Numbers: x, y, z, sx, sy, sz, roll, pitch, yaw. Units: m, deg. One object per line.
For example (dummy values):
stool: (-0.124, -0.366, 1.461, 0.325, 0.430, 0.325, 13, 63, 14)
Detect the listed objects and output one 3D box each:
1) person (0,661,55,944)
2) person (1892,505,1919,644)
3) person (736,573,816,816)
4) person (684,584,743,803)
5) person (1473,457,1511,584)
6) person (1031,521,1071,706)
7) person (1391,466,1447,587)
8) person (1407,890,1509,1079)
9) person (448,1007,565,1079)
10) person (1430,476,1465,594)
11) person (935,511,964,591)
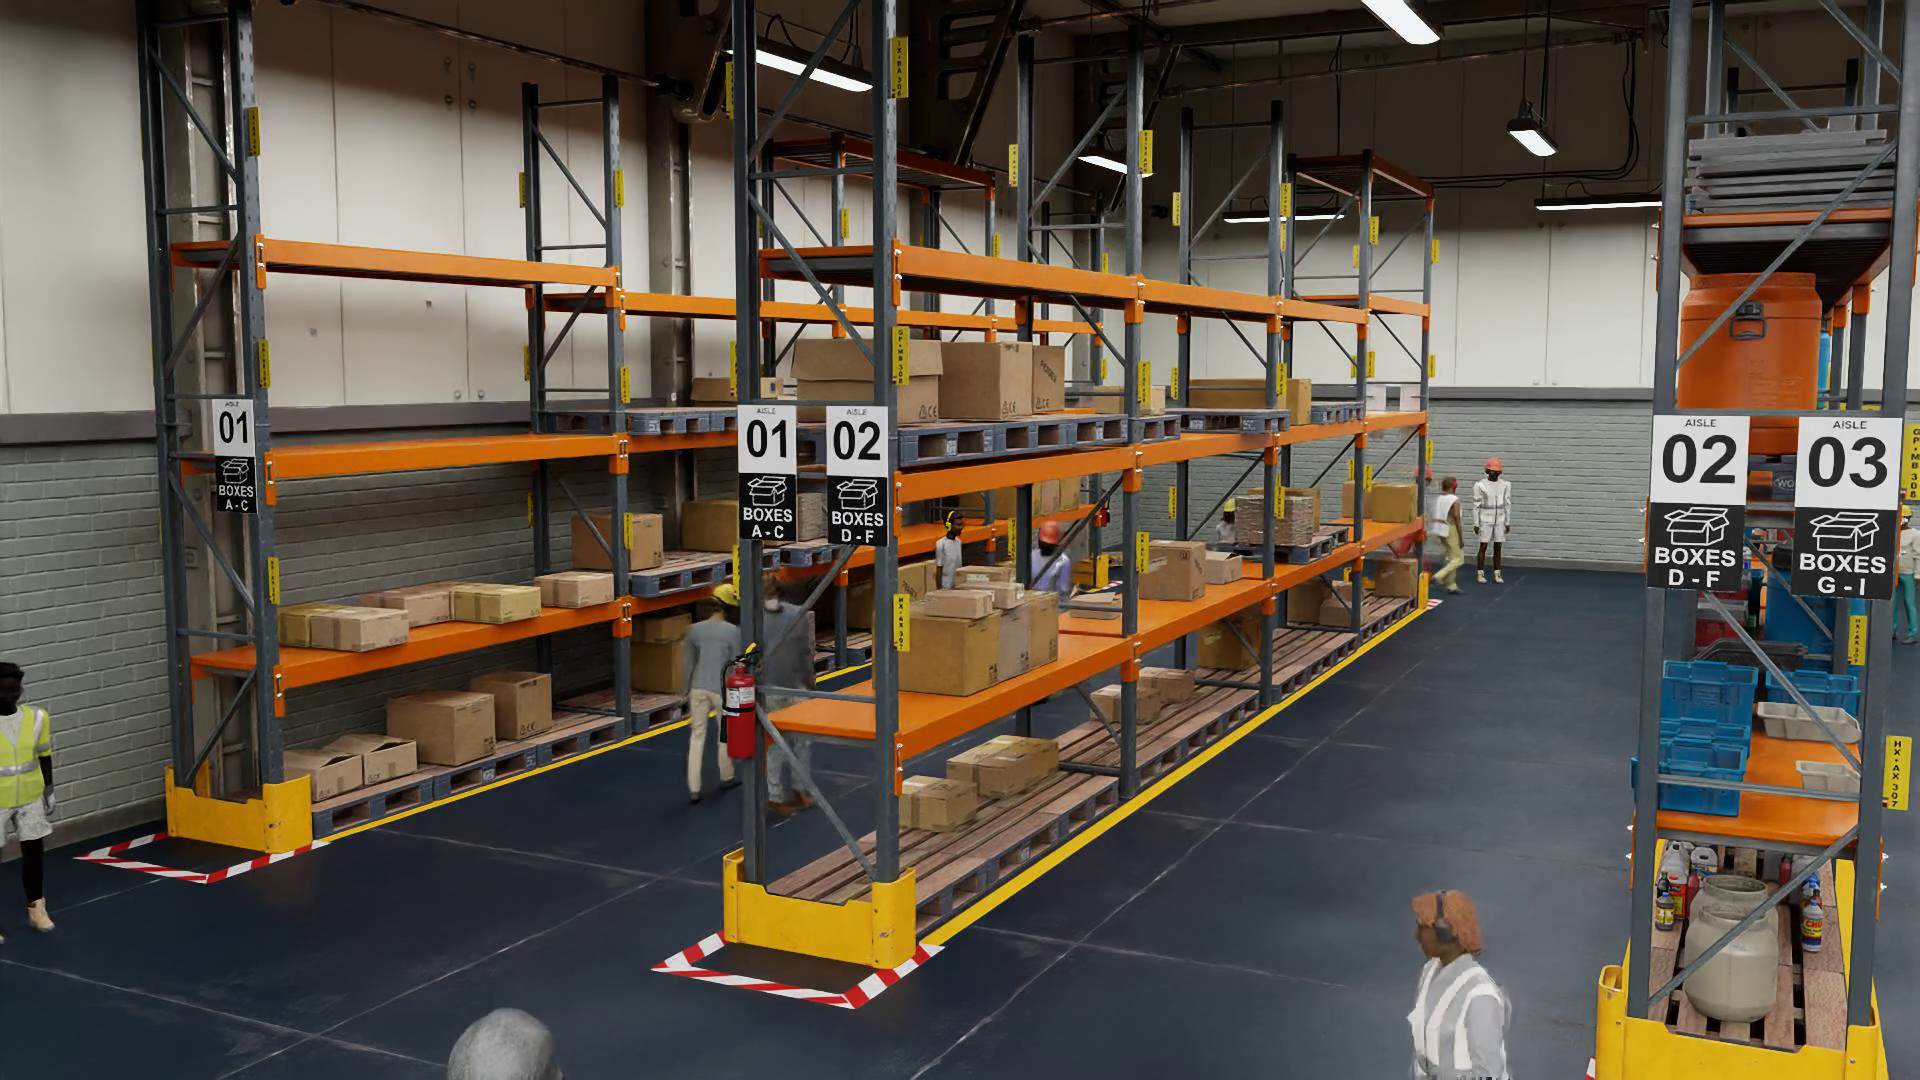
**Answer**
person: (-5.718, 1.562, 9.998, 0.319, 1.692, 0.539, 5, 8, 39)
person: (11.767, 0.418, 20.825, 0.341, 1.755, 0.531, -3, 6, -24)
person: (-1.389, 1.182, 12.715, 0.711, 1.901, 0.392, -4, 7, -37)
person: (-1.953, 1.206, 13.301, 0.608, 1.705, 0.829, 2, 6, 19)
person: (8.474, -0.301, 26.472, 0.603, 2.037, 0.398, -1, 6, -6)
person: (0.870, 0.736, 16.959, 0.584, 1.908, 0.535, 4, 7, 33)
person: (7.067, -0.202, 26.028, 1.089, 1.932, 0.647, 0, 6, 4)
person: (1.734, 2.032, 5.774, 0.324, 1.618, 0.596, -1, 6, -7)
person: (-1.012, 2.034, 3.704, 0.675, 2.000, 0.536, 1, 6, 7)
person: (7.415, -0.063, 25.180, 0.586, 1.821, 0.586, -1, 6, -11)
person: (-0.108, 0.599, 18.558, 0.326, 1.861, 0.511, 3, 7, 28)
